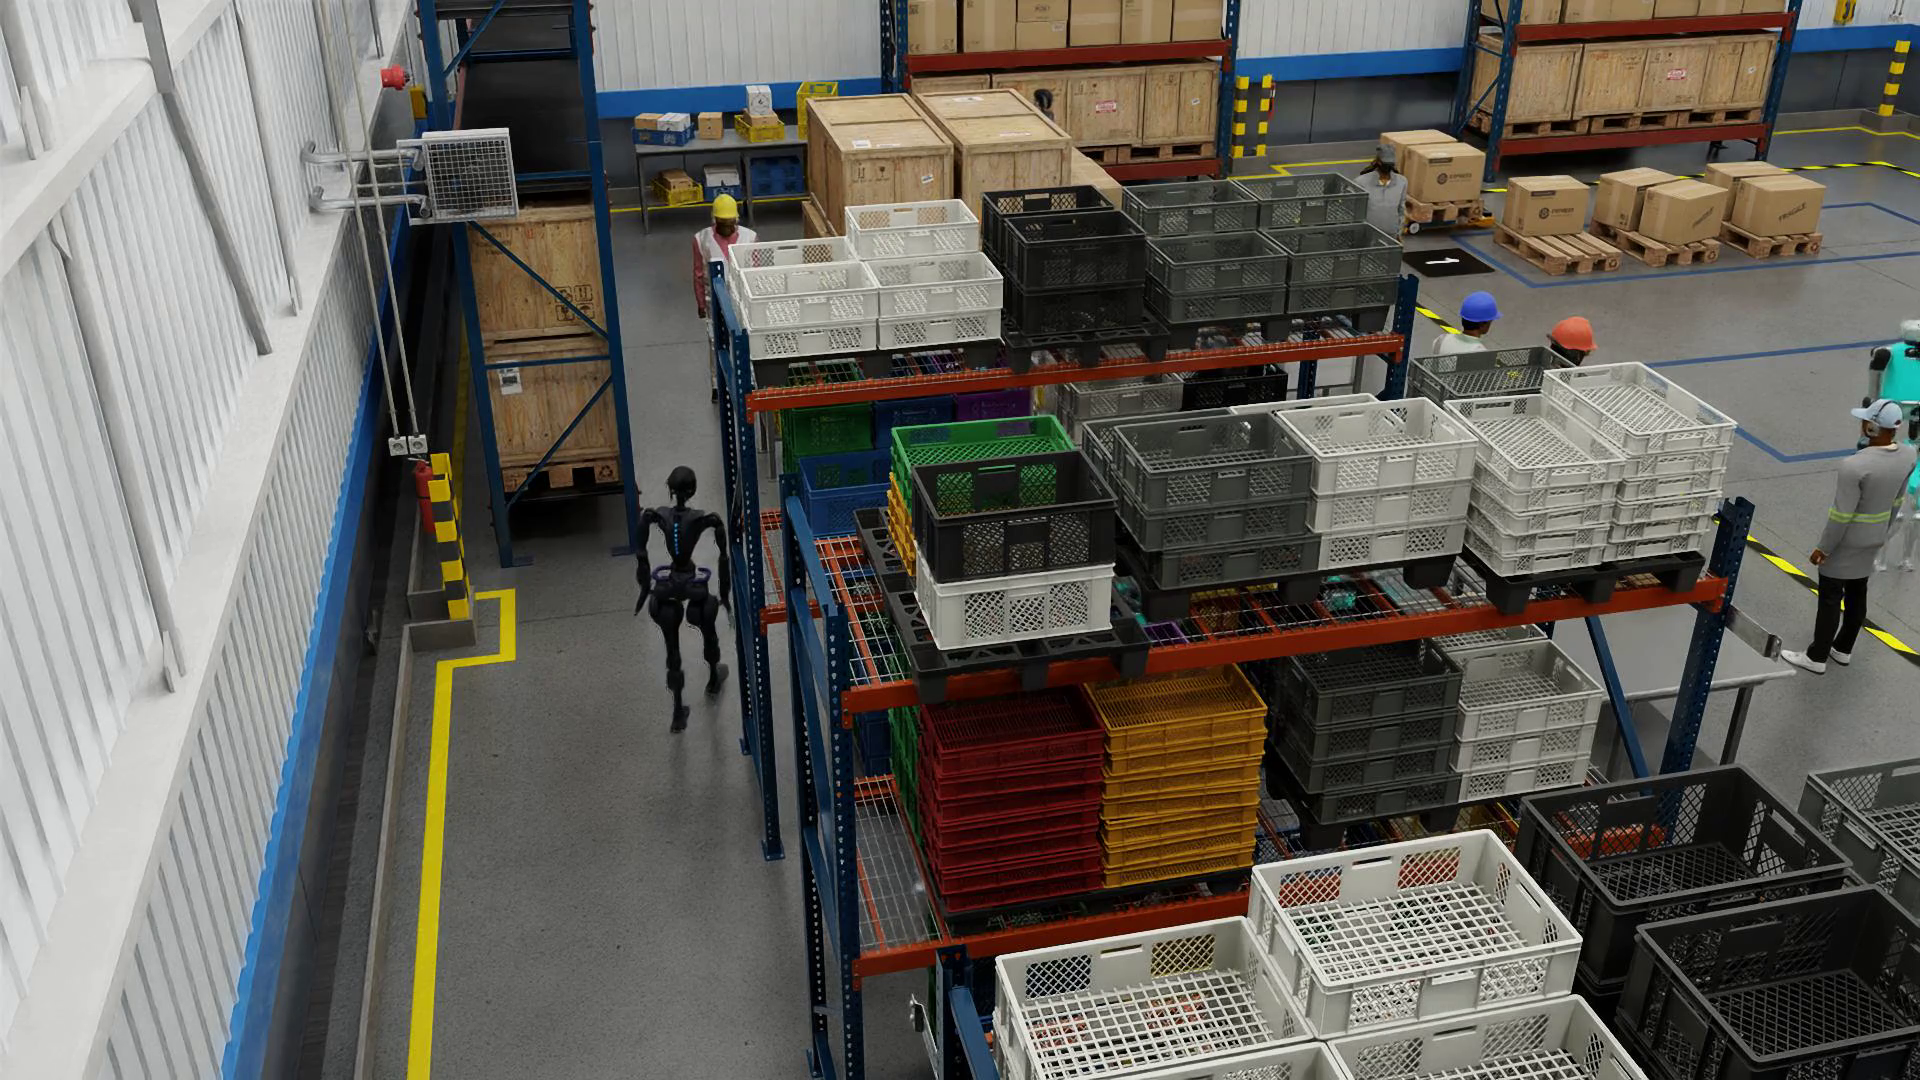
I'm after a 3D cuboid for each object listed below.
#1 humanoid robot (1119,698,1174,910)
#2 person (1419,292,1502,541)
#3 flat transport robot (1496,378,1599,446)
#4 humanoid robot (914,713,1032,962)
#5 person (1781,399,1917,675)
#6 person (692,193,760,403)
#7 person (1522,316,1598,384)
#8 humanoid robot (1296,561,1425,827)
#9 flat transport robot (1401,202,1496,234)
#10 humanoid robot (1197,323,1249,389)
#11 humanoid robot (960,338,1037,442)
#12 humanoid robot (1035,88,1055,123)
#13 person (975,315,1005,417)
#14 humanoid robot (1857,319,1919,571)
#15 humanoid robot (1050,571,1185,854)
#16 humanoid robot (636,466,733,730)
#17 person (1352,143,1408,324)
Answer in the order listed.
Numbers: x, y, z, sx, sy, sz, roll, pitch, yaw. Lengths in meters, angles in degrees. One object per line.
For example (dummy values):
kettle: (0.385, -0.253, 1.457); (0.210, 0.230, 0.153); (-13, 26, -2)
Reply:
humanoid robot: (0.914, 1.238, 8.187); (0.590, 1.638, 0.452); (7, 29, 13)
person: (3.545, -0.821, 11.805); (0.384, 1.948, 0.601); (-13, 30, -23)
flat transport robot: (4.780, -1.036, 14.013); (0.659, 0.231, 1.431); (-6, 28, -12)
humanoid robot: (0.040, 1.328, 7.956); (0.553, 1.769, 0.804); (21, 35, 35)
person: (5.567, -0.028, 10.402); (0.596, 1.850, 0.385); (-12, 30, -22)
person: (-1.987, -2.077, 14.305); (0.586, 1.836, 0.404); (-7, 29, -13)
person: (3.937, -0.530, 11.167); (0.398, 2.035, 0.600); (-4, 28, -8)
humanoid robot: (2.314, 0.852, 8.911); (0.999, 1.784, 0.532); (-4, 28, -8)
flat transport robot: (5.361, -3.754, 19.140); (1.431, 0.197, 0.652); (-8, 29, -14)
humanoid robot: (1.970, -0.910, 12.287); (0.599, 1.634, 0.713); (24, 36, 37)
humanoid robot: (0.300, -0.505, 11.318); (0.534, 1.695, 0.730); (-4, 28, -7)
humanoid robot: (0.865, -4.212, 18.535); (0.410, 1.637, 0.589); (12, 30, 22)
person: (0.349, -1.224, 12.693); (0.789, 1.845, 0.590); (-1, 28, -3)
humanoid robot: (6.615, -0.597, 11.602); (0.564, 1.755, 0.788); (0, 28, 0)
humanoid robot: (0.694, 1.007, 8.579); (0.574, 1.786, 0.862); (21, 34, 34)
humanoid robot: (-1.658, 0.294, 10.002); (0.609, 1.635, 0.693); (1, 28, 2)
person: (3.992, -2.951, 16.035); (0.560, 1.769, 0.399); (-3, 28, -6)
